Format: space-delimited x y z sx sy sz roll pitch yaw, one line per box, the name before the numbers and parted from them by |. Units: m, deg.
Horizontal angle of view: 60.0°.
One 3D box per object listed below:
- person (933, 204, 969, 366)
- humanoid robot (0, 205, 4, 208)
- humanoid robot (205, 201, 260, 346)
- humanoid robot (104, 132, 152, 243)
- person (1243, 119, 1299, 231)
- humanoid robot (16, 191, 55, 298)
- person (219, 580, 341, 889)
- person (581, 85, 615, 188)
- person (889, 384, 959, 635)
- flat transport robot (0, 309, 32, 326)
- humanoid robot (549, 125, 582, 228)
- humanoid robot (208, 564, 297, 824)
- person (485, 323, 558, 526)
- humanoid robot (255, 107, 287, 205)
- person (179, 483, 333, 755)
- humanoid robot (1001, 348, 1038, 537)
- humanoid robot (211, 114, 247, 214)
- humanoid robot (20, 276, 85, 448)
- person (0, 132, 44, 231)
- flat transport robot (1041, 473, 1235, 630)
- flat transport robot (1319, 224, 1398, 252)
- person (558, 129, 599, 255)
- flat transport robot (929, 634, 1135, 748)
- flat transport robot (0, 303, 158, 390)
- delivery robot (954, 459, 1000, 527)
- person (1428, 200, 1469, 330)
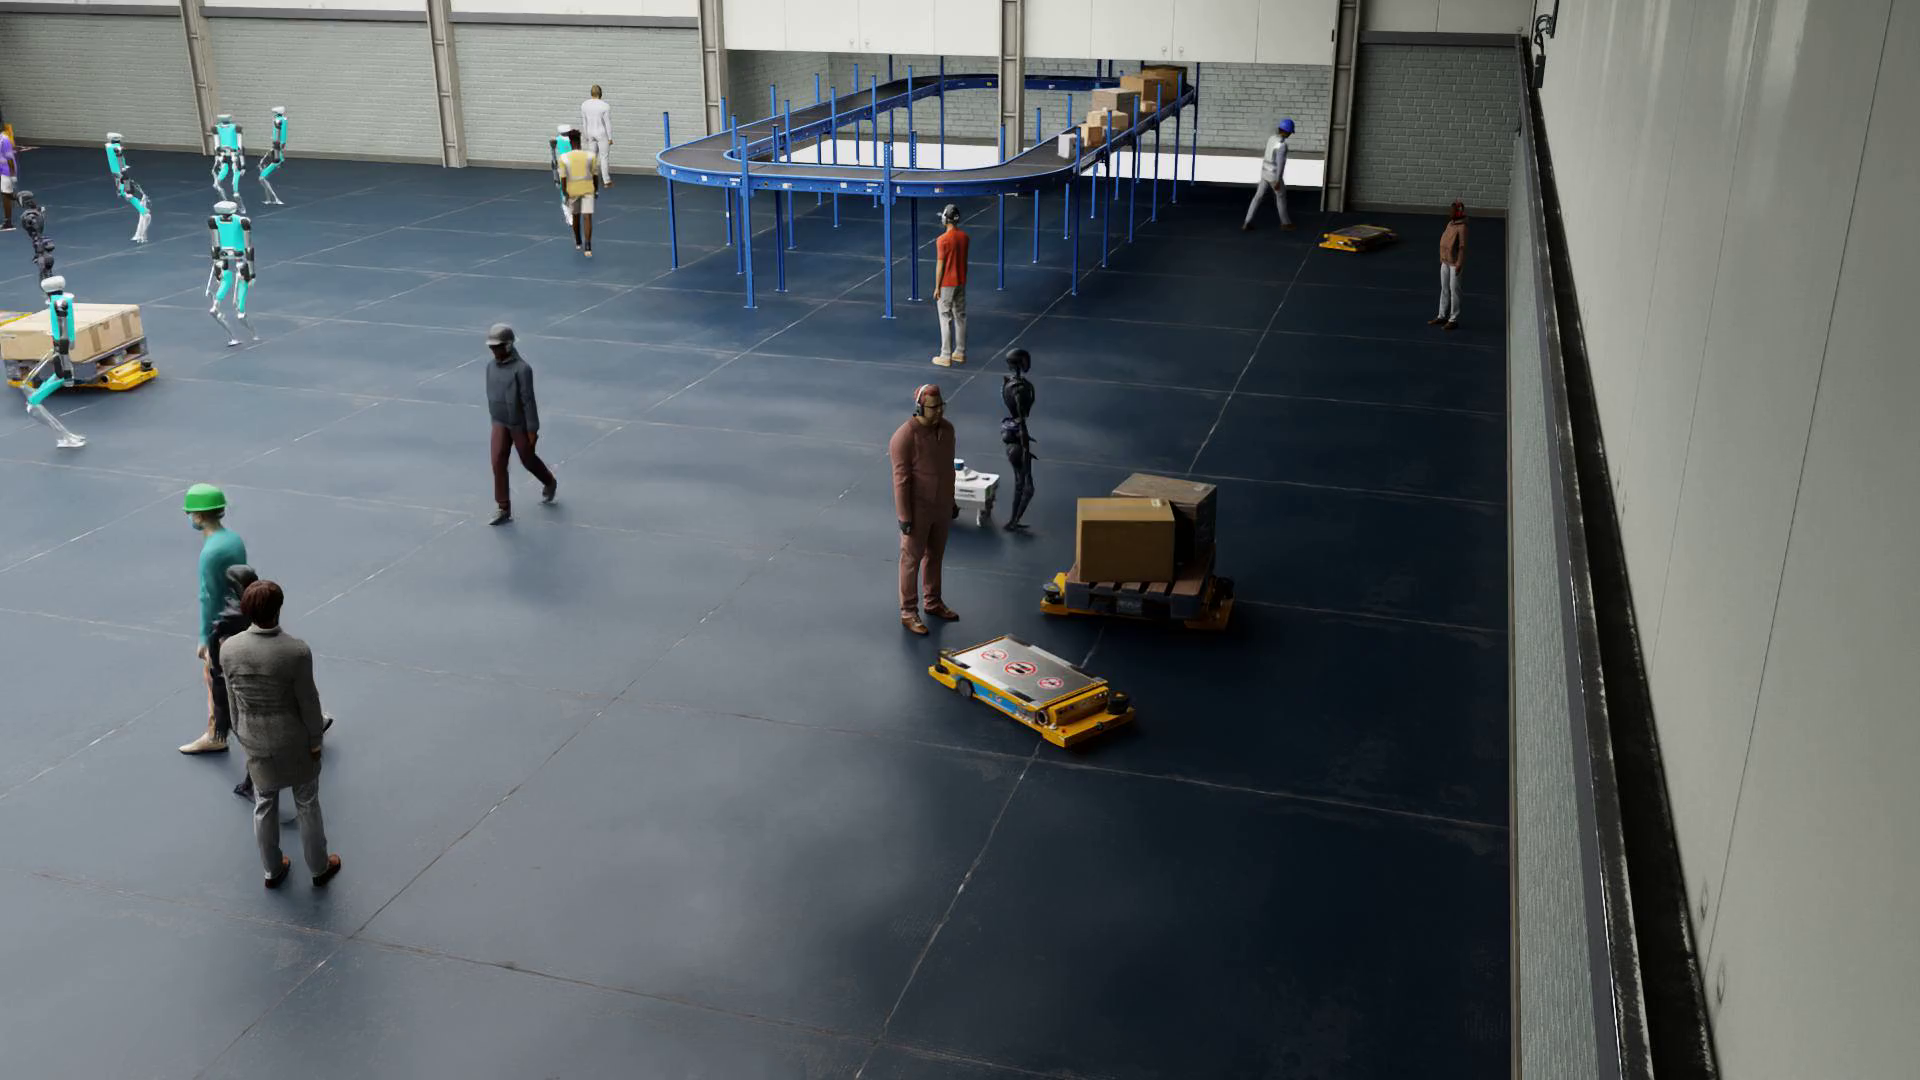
person | -0.118 -3.031 19.780 0.478 1.907 0.413 -19 28 -40
humanoid robot | -17.367 -6.784 29.819 0.407 1.647 0.601 7 22 18
humanoid robot | -9.049 -3.245 20.585 0.538 1.808 0.737 1 21 3
humanoid robot | -13.354 -5.688 26.919 0.659 1.820 0.541 -19 28 -40
person | 5.205 -6.044 27.634 0.995 1.872 0.597 -8 23 -20
humanoid robot | -12.228 -3.839 22.183 0.366 1.641 0.601 -13 25 -31
person | -3.759 1.087 9.207 0.493 1.826 0.362 -1 21 -2
person | -6.968 -7.775 32.049 0.622 1.930 0.369 7 22 19
person | -0.230 -0.247 12.542 0.406 1.910 0.637 18 27 38
flat transport robot | -12.425 -2.661 21.079 0.659 0.231 1.431 3 21 9
humanoid robot | -6.628 -6.118 28.004 0.547 1.747 0.974 -10 23 -23
humanoid robot | -4.257 0.901 9.944 0.555 1.648 0.601 8 23 20
person | -3.968 -1.077 14.863 0.555 1.779 0.831 9 23 22
humanoid robot | -12.502 -6.901 30.078 0.837 1.808 0.564 -5 22 -12
person | -4.613 0.516 10.670 0.932 1.827 0.499 -5 22 -12
humanoid robot | 0.519 -0.861 14.455 0.334 1.650 0.601 -1 21 -2
humanoid robot | -12.835 -6.501 29.044 0.559 1.772 0.850 1 21 2
humanoid robot | -9.078 -1.747 16.506 0.721 1.691 0.536 -10 23 -25
person | -15.974 -6.204 27.952 0.606 1.940 0.817 20 28 41
flat transport robot | 1.405 0.438 13.043 1.431 0.231 0.659 6 22 14
flat transport robot | 6.429 -4.859 26.780 0.659 0.231 1.431 17 27 37
person | -5.955 -5.464 26.071 0.604 1.914 1.022 -5 22 -13
flat transport robot | 0.479 1.017 11.539 0.659 0.231 1.431 -17 27 -36
flat transport robot | -10.104 -1.914 19.142 1.431 0.231 0.659 2 21 5
delivery robot | -0.040 -0.428 14.891 0.768 0.596 0.516 6 22 16
person | 6.369 -3.556 21.475 0.339 1.651 0.456 -6 22 -16
